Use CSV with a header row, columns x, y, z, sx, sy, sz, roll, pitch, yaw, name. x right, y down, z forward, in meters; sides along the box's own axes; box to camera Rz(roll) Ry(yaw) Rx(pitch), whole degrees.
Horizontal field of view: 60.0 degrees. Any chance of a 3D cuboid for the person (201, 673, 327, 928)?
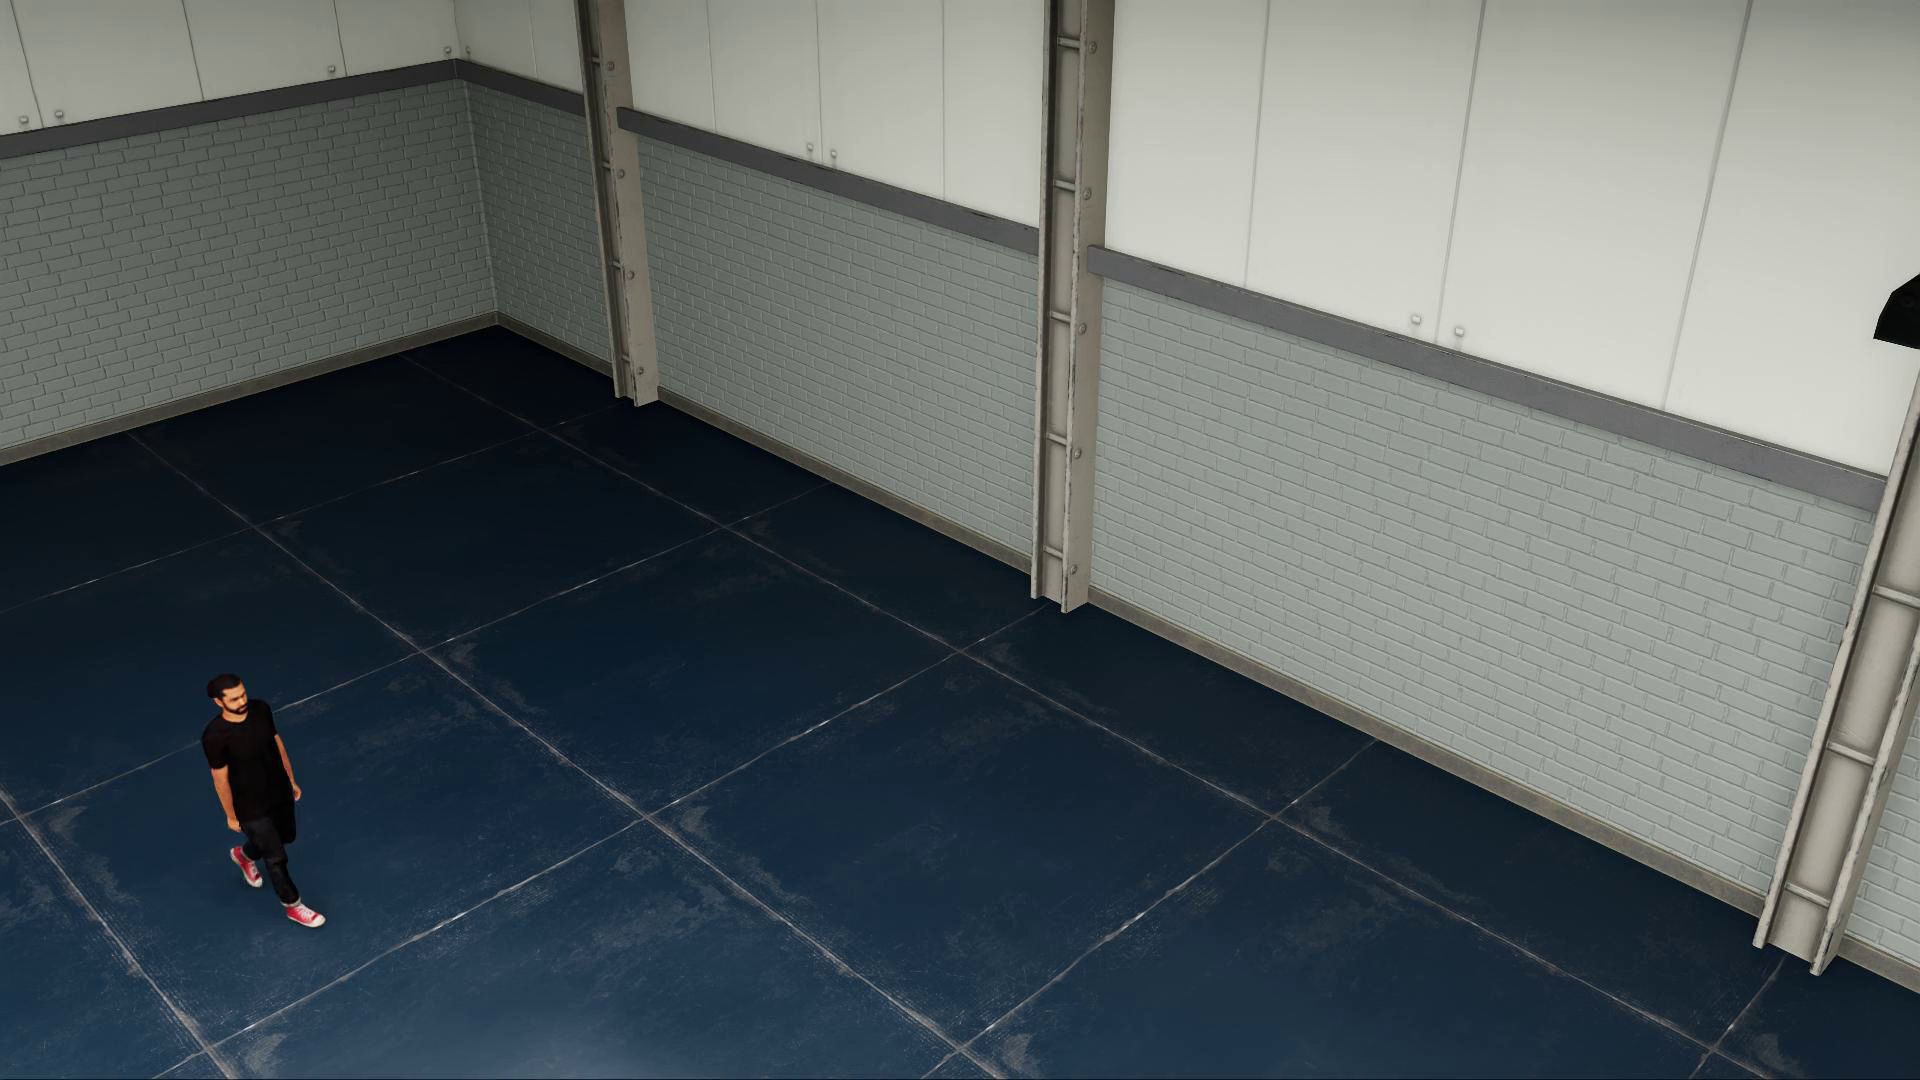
x,y,z,sx,sy,sz,roll,pitch,yaw,name
-4.269,1.526,10.036,1.116,1.742,0.886,11,30,20,person
